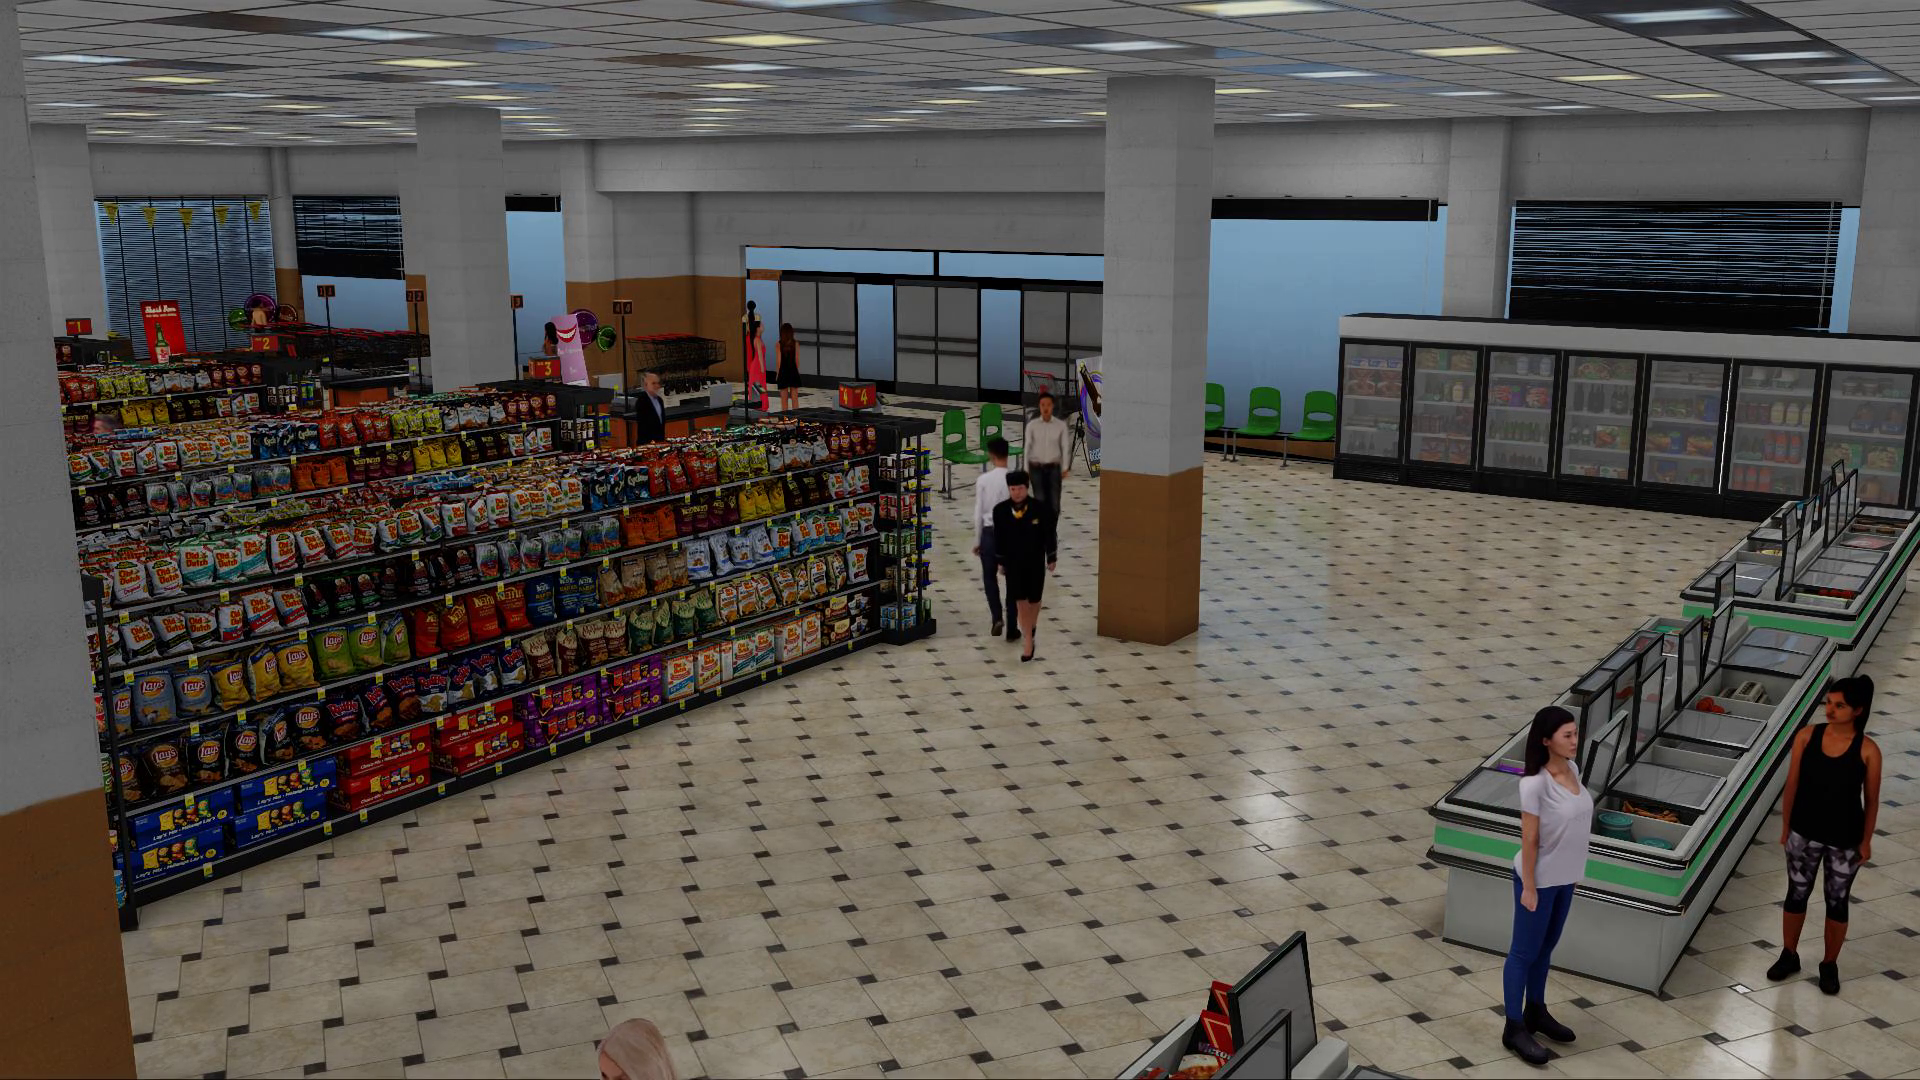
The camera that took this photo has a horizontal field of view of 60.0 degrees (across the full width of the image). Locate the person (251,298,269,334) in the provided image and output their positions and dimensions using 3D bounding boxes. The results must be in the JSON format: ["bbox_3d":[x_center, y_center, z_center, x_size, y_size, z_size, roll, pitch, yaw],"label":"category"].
[{"bbox_3d":[-15.700,-4.595,37.341,0.587,1.654,0.561,7,14,29],"label":"person"}]

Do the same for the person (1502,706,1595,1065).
[{"bbox_3d":[2.748,1.604,7.829,0.516,1.685,0.700,-11,16,-43],"label":"person"}]

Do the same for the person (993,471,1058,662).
[{"bbox_3d":[0.584,0.211,14.551,0.977,1.640,1.134,2,12,7],"label":"person"}]

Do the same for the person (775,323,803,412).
[{"bbox_3d":[-2.915,-2.763,28.206,0.635,1.834,0.730,-5,13,-21],"label":"person"}]

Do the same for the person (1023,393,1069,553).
[{"bbox_3d":[0.968,-0.777,18.857,0.831,1.799,0.885,1,12,4],"label":"person"}]

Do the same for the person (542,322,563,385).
[{"bbox_3d":[-7.544,-3.214,30.808,0.786,1.645,0.637,2,12,9],"label":"person"}]

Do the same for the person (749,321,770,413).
[{"bbox_3d":[-3.648,-3.103,30.081,0.752,1.727,0.715,-4,13,-18],"label":"person"}]

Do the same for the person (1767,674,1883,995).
[{"bbox_3d":[4.434,1.474,8.494,0.590,1.664,0.528,10,15,39],"label":"person"}]

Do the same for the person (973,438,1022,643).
[{"bbox_3d":[0.351,0.021,14.931,0.829,1.856,0.868,1,12,7],"label":"person"}]

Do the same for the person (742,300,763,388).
[{"bbox_3d":[-4.315,-4.079,34.556,0.640,1.792,0.744,-5,13,-23],"label":"person"}]

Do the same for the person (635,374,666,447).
[{"bbox_3d":[-3.846,-1.183,20.792,0.768,1.797,0.563,6,13,25],"label":"person"}]
